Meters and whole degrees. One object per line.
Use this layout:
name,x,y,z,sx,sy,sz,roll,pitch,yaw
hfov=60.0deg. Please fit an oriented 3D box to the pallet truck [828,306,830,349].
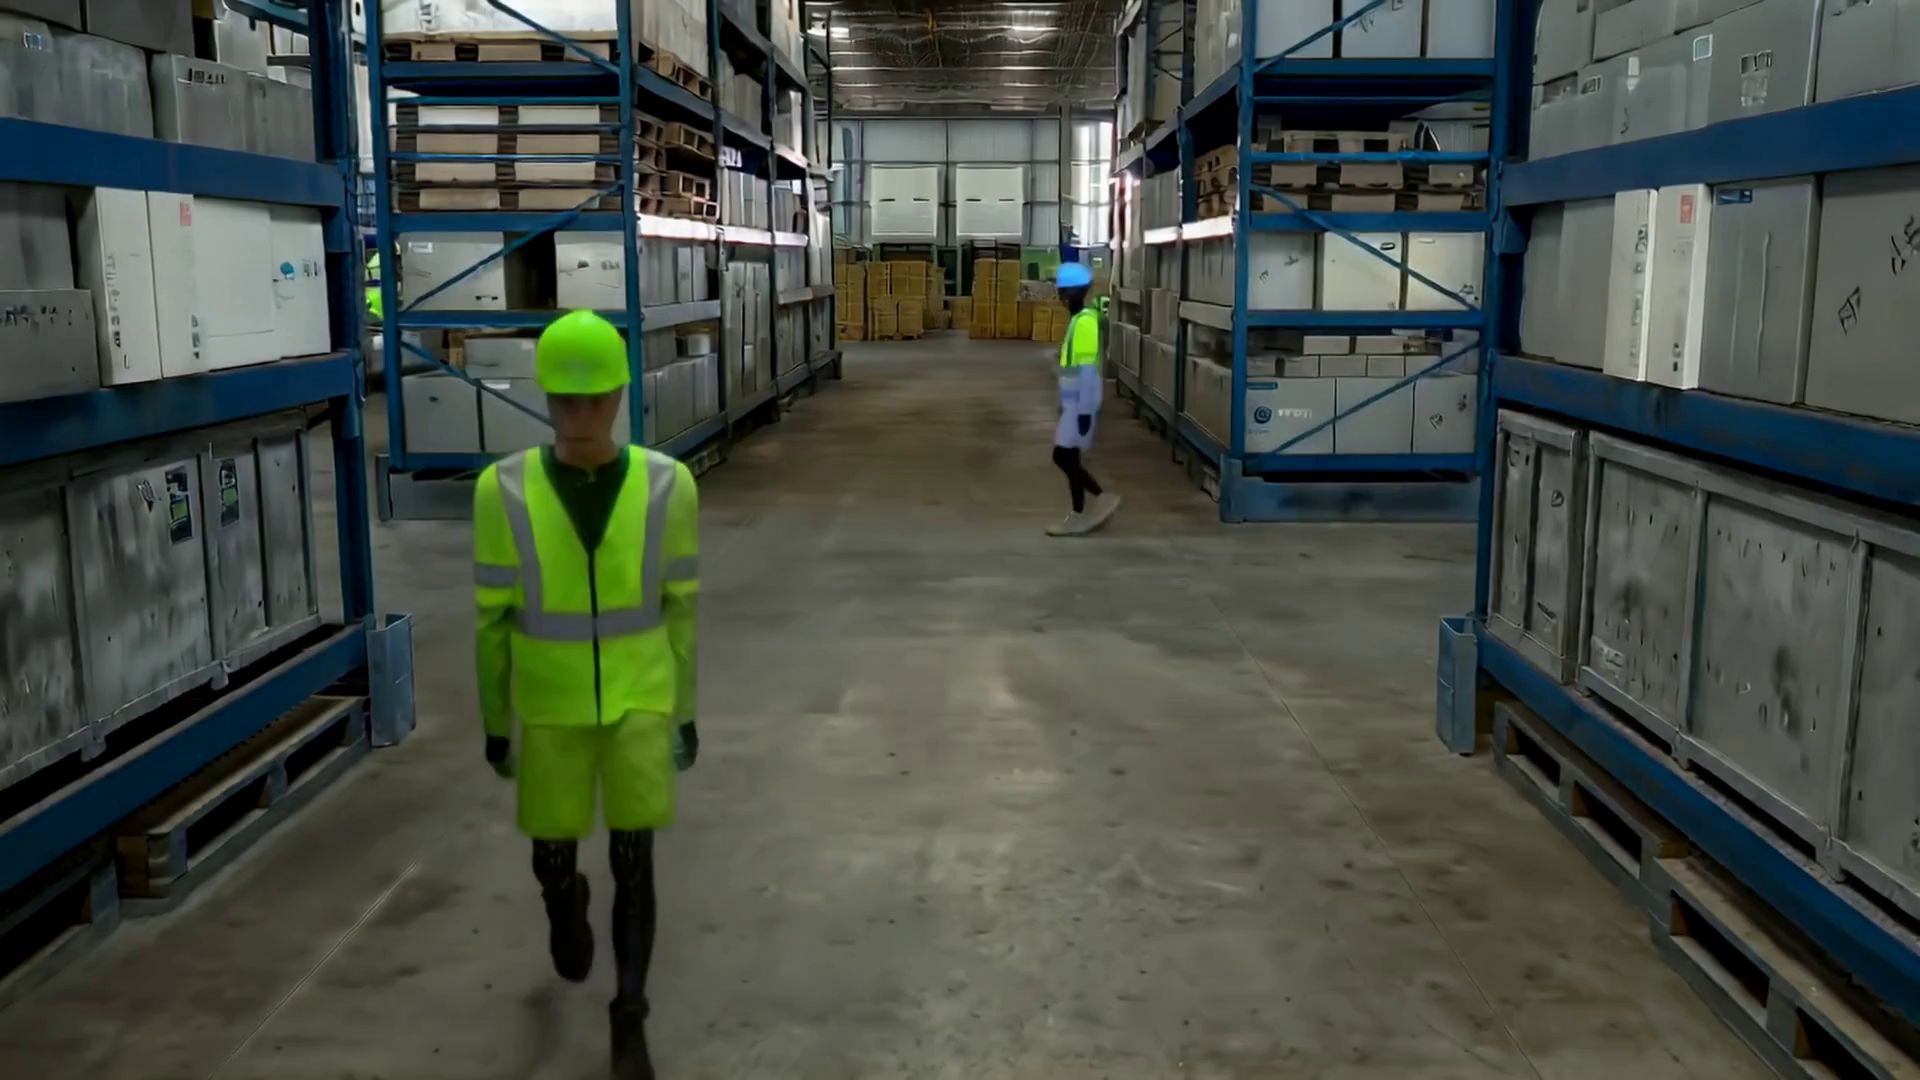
pallet truck,-3.100,-3.940,29.800,1.885,1.965,0.823,3,10,19

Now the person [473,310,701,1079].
person,-0.930,0.378,4.206,0.552,1.918,0.750,-2,10,-14

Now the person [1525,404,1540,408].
person,5.060,-1.219,14.099,0.626,1.816,0.908,0,9,0

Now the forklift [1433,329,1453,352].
forklift,11.268,-5.487,36.432,1.129,2.768,1.873,-1,10,-8

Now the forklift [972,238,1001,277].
forklift,0.866,-8.550,54.779,1.129,2.768,1.873,0,9,1

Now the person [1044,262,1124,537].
person,0.879,-1.005,12.137,0.485,2.024,0.628,0,9,0

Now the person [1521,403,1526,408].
person,7.257,-2.226,20.735,0.518,1.602,0.822,2,10,9
